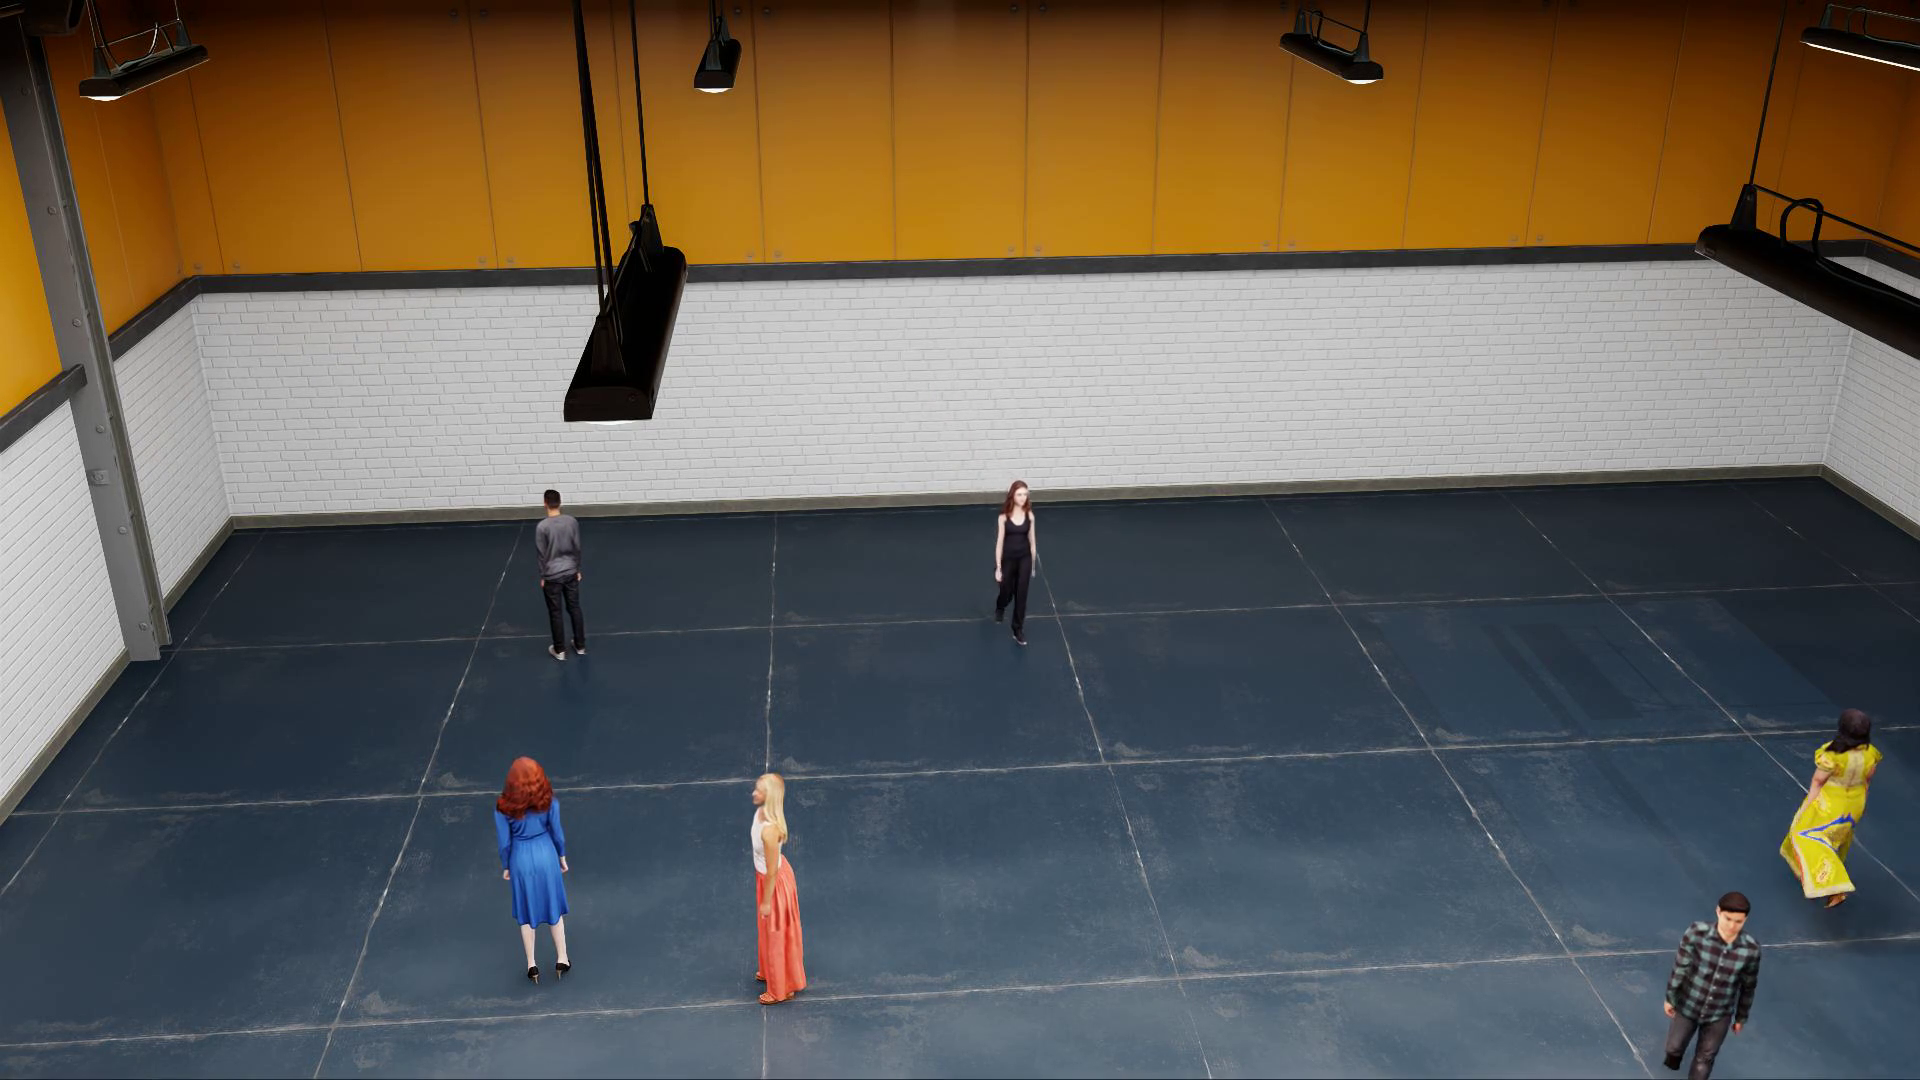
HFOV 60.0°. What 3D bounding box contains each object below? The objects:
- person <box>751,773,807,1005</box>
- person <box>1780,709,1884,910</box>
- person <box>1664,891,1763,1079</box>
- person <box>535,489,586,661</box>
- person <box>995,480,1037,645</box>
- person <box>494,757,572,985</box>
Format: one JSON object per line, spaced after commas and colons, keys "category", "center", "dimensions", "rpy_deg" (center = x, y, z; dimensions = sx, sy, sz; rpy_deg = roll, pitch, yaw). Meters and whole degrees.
{"category": "person", "center": [-1.300, 2.420, 11.627], "dimensions": [0.696, 1.800, 0.527], "rpy_deg": [-4, 24, -9]}
{"category": "person", "center": [6.673, 2.072, 12.625], "dimensions": [0.801, 1.640, 1.104], "rpy_deg": [-4, 24, -8]}
{"category": "person", "center": [4.847, 2.968, 10.832], "dimensions": [0.867, 1.710, 0.919], "rpy_deg": [10, 25, 21]}
{"category": "person", "center": [-3.960, 0.333, 16.451], "dimensions": [0.692, 1.761, 0.708], "rpy_deg": [-17, 29, -34]}
{"category": "person", "center": [0.527, 0.194, 16.807], "dimensions": [0.685, 1.731, 0.878], "rpy_deg": [-7, 24, -15]}
{"category": "person", "center": [-3.013, 2.341, 11.773], "dimensions": [0.645, 1.829, 0.614], "rpy_deg": [-6, 24, -13]}
